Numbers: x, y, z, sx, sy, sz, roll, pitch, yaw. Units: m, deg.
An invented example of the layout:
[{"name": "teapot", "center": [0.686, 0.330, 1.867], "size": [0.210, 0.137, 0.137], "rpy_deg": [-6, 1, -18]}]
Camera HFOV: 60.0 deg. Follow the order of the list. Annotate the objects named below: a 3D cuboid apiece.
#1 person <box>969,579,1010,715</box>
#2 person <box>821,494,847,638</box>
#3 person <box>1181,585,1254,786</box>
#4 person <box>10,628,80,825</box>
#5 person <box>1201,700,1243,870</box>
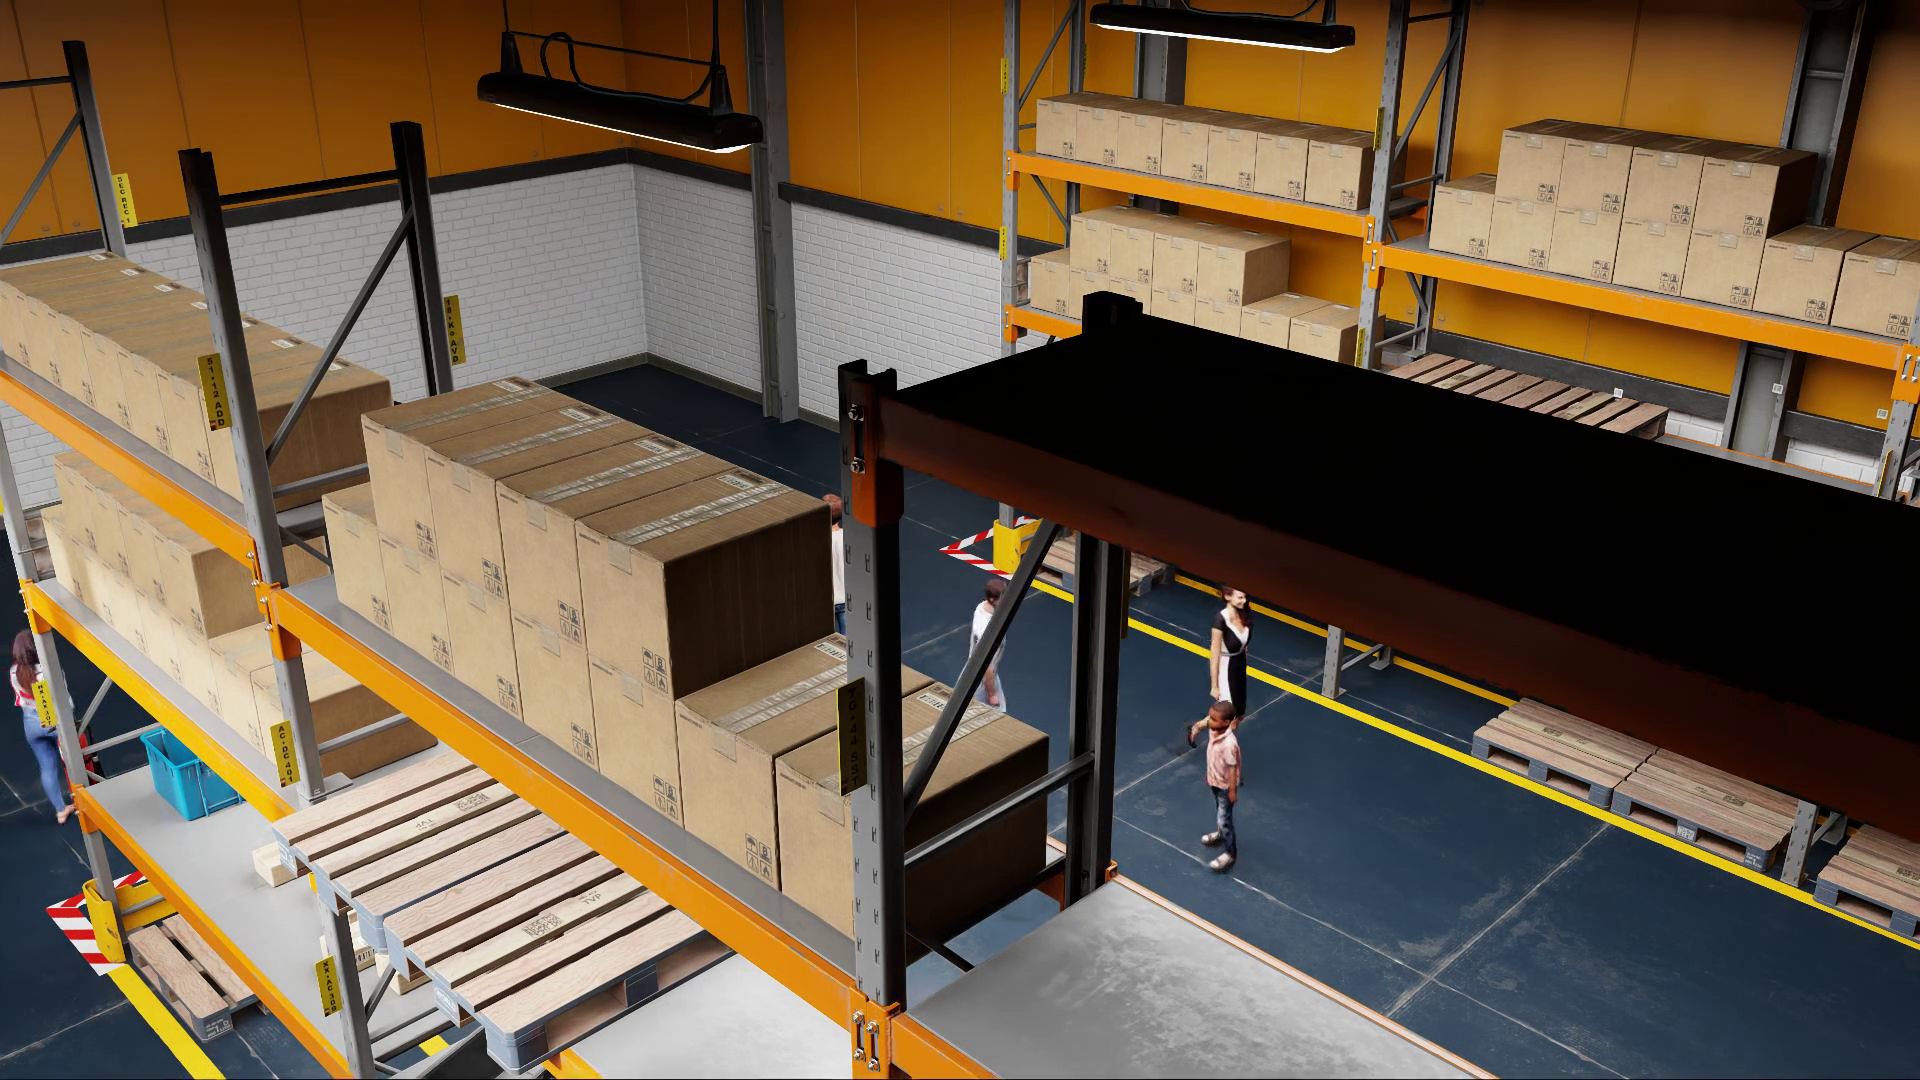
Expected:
[{"name": "person", "center": [0.086, 1.124, 13.229], "size": [1.172, 1.803, 1.035], "rpy_deg": [1, 24, 2]}, {"name": "person", "center": [-1.098, 0.504, 14.523], "size": [0.758, 1.903, 0.738], "rpy_deg": [-7, 25, -16]}, {"name": "person", "center": [2.087, 1.106, 13.299], "size": [0.861, 1.779, 0.604], "rpy_deg": [21, 31, 39]}, {"name": "person", "center": [-7.017, 1.451, 12.734], "size": [0.740, 1.601, 0.793], "rpy_deg": [-4, 24, -9]}, {"name": "person", "center": [1.973, 1.779, 12.363], "size": [0.745, 1.297, 0.637], "rpy_deg": [-6, 24, -13]}]
